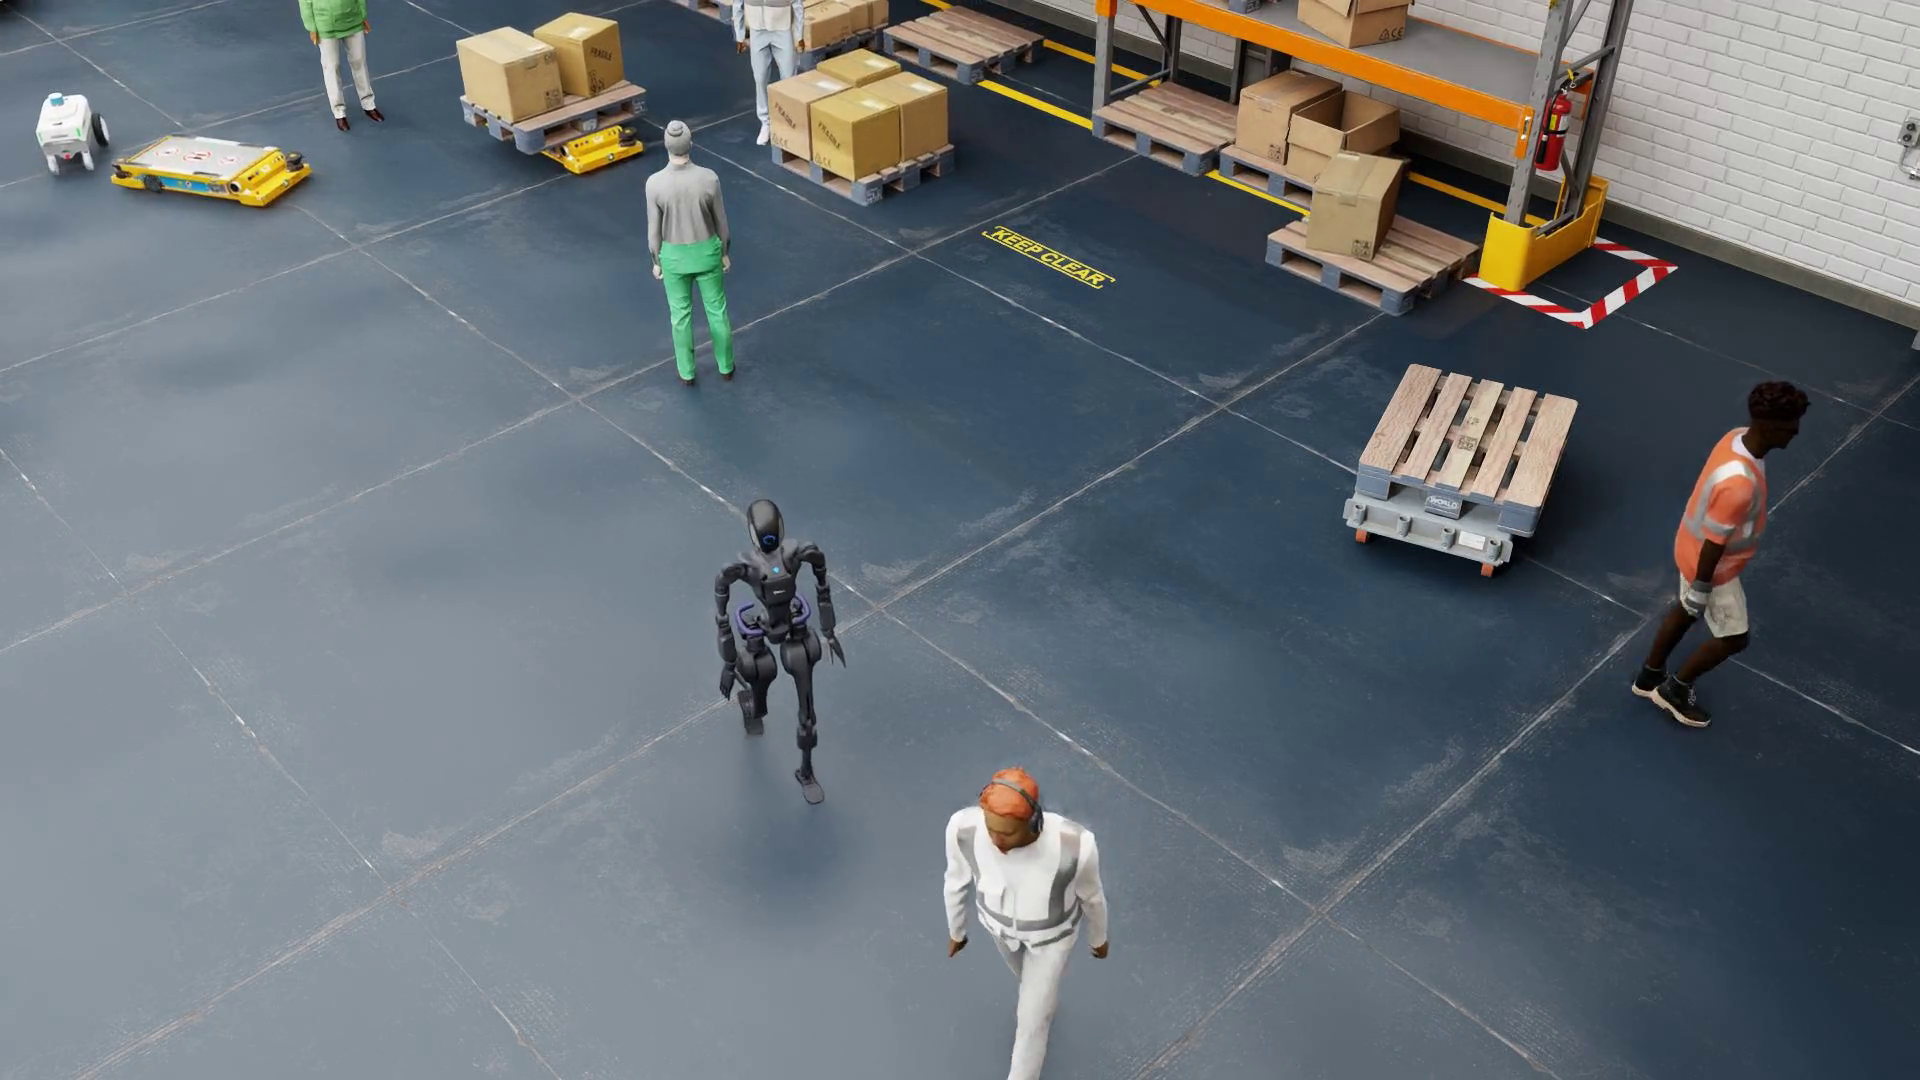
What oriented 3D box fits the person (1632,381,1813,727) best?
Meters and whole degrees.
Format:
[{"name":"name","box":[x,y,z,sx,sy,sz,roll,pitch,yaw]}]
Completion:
[{"name":"person","box":[3.710,0.092,8.020,0.549,1.944,0.632,14,39,18]}]

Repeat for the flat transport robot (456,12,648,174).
[{"name":"flat transport robot","box":[-3.402,-3.496,14.162,1.431,0.231,0.659,31,47,34]}]

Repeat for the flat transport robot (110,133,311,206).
[{"name":"flat transport robot","box":[-6.100,-3.014,13.524,1.431,0.231,0.659,10,38,13]}]

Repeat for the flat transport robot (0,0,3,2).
[{"name":"flat transport robot","box":[-10.079,-5.414,16.700,0.659,0.231,1.431,7,38,10]}]

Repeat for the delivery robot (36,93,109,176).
[{"name":"delivery robot","box":[-7.423,-3.414,13.827,0.499,0.608,0.790,-11,39,-15]}]

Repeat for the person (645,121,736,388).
[{"name":"person","box":[-1.727,-1.832,10.656,0.514,1.839,0.335,-8,38,-11]}]

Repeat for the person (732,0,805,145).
[{"name":"person","box":[-1.573,-4.209,13.752,0.596,1.906,0.408,3,37,4]}]

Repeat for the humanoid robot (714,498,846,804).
[{"name":"humanoid robot","box":[-0.871,0.442,7.811,0.611,1.629,0.738,-15,40,-19]}]

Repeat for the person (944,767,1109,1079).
[{"name":"person","box":[0.241,1.479,6.295,0.605,1.820,0.963,13,39,17]}]

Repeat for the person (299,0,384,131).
[{"name":"person","box":[-5.273,-4.385,14.082,0.553,1.782,0.384,-26,44,-30]}]
